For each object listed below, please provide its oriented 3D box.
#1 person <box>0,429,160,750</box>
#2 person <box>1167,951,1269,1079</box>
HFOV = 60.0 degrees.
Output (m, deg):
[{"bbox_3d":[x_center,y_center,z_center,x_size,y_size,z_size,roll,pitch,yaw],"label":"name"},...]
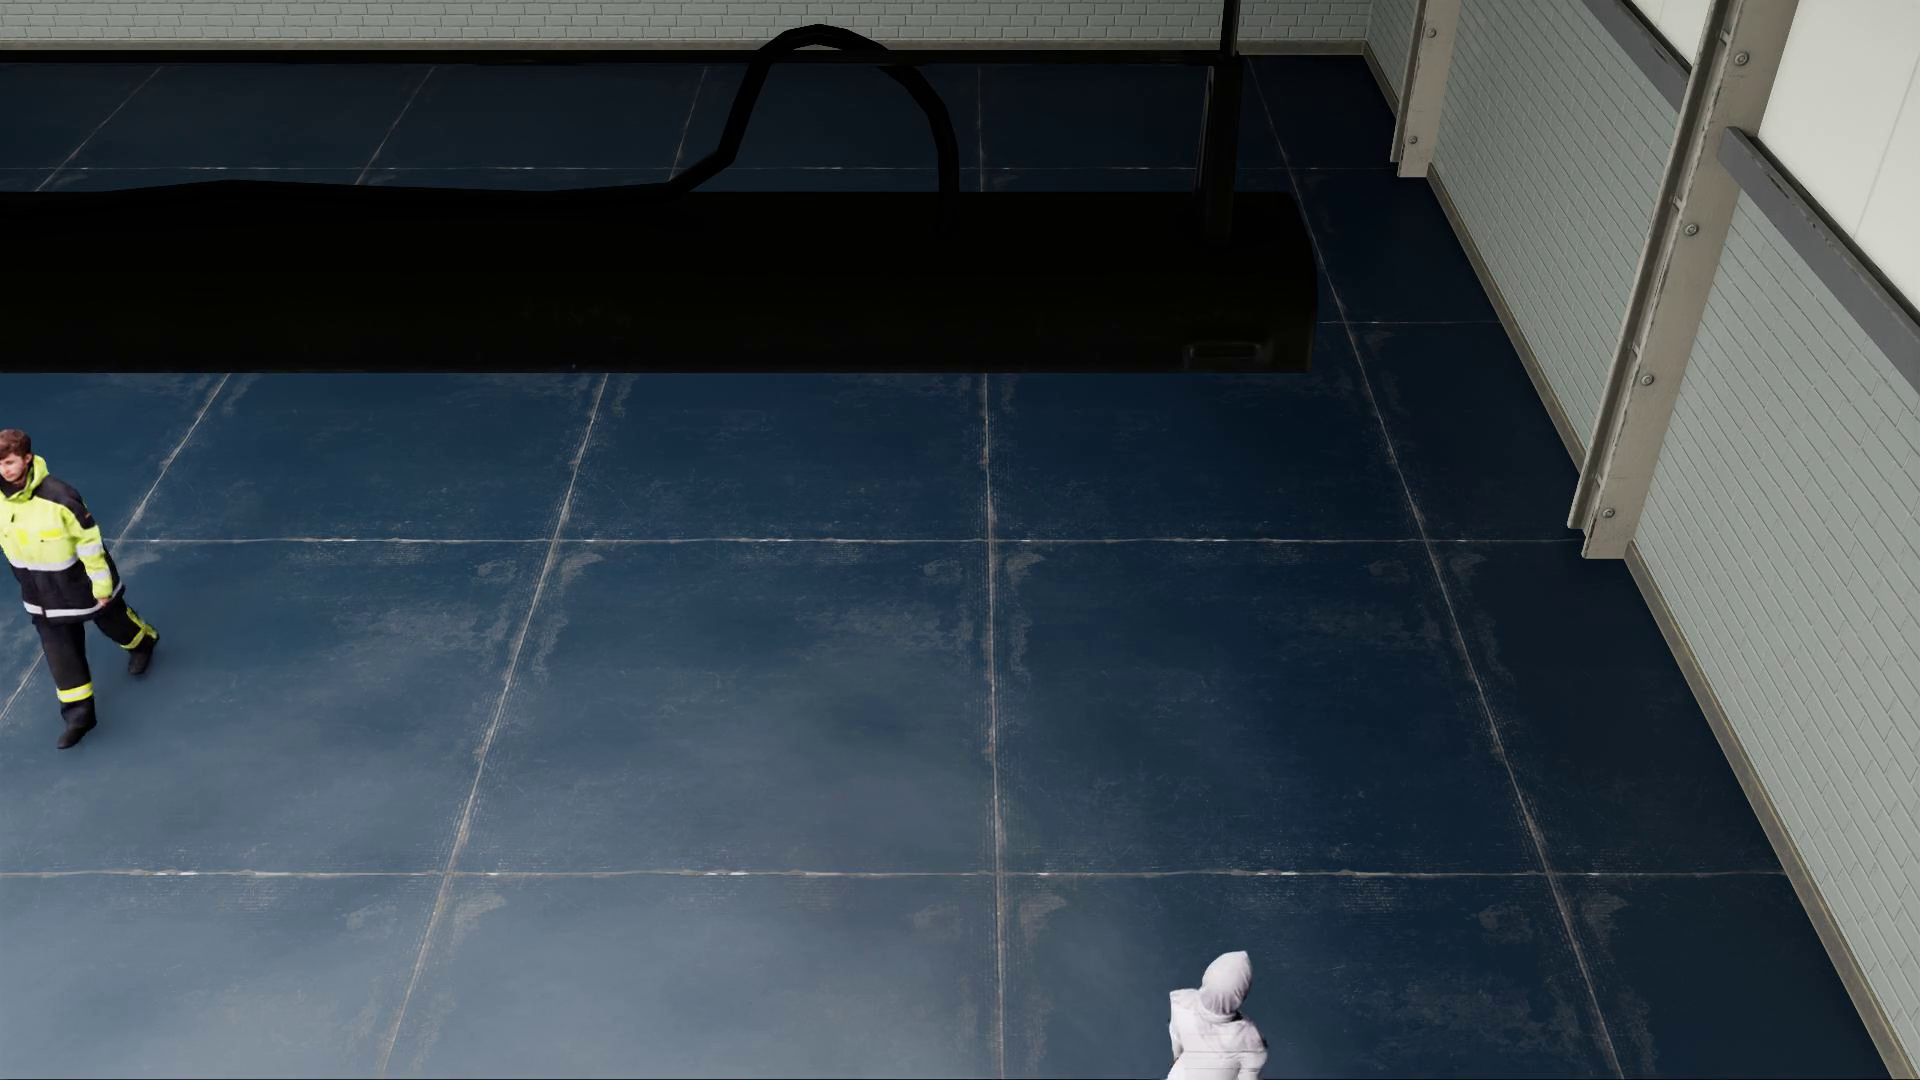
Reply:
[{"bbox_3d":[-5.135,0.156,9.645,0.801,1.931,1.238,1,37,2],"label":"person"},{"bbox_3d":[0.957,2.392,6.867,1.068,1.733,1.186,26,45,30],"label":"person"}]
